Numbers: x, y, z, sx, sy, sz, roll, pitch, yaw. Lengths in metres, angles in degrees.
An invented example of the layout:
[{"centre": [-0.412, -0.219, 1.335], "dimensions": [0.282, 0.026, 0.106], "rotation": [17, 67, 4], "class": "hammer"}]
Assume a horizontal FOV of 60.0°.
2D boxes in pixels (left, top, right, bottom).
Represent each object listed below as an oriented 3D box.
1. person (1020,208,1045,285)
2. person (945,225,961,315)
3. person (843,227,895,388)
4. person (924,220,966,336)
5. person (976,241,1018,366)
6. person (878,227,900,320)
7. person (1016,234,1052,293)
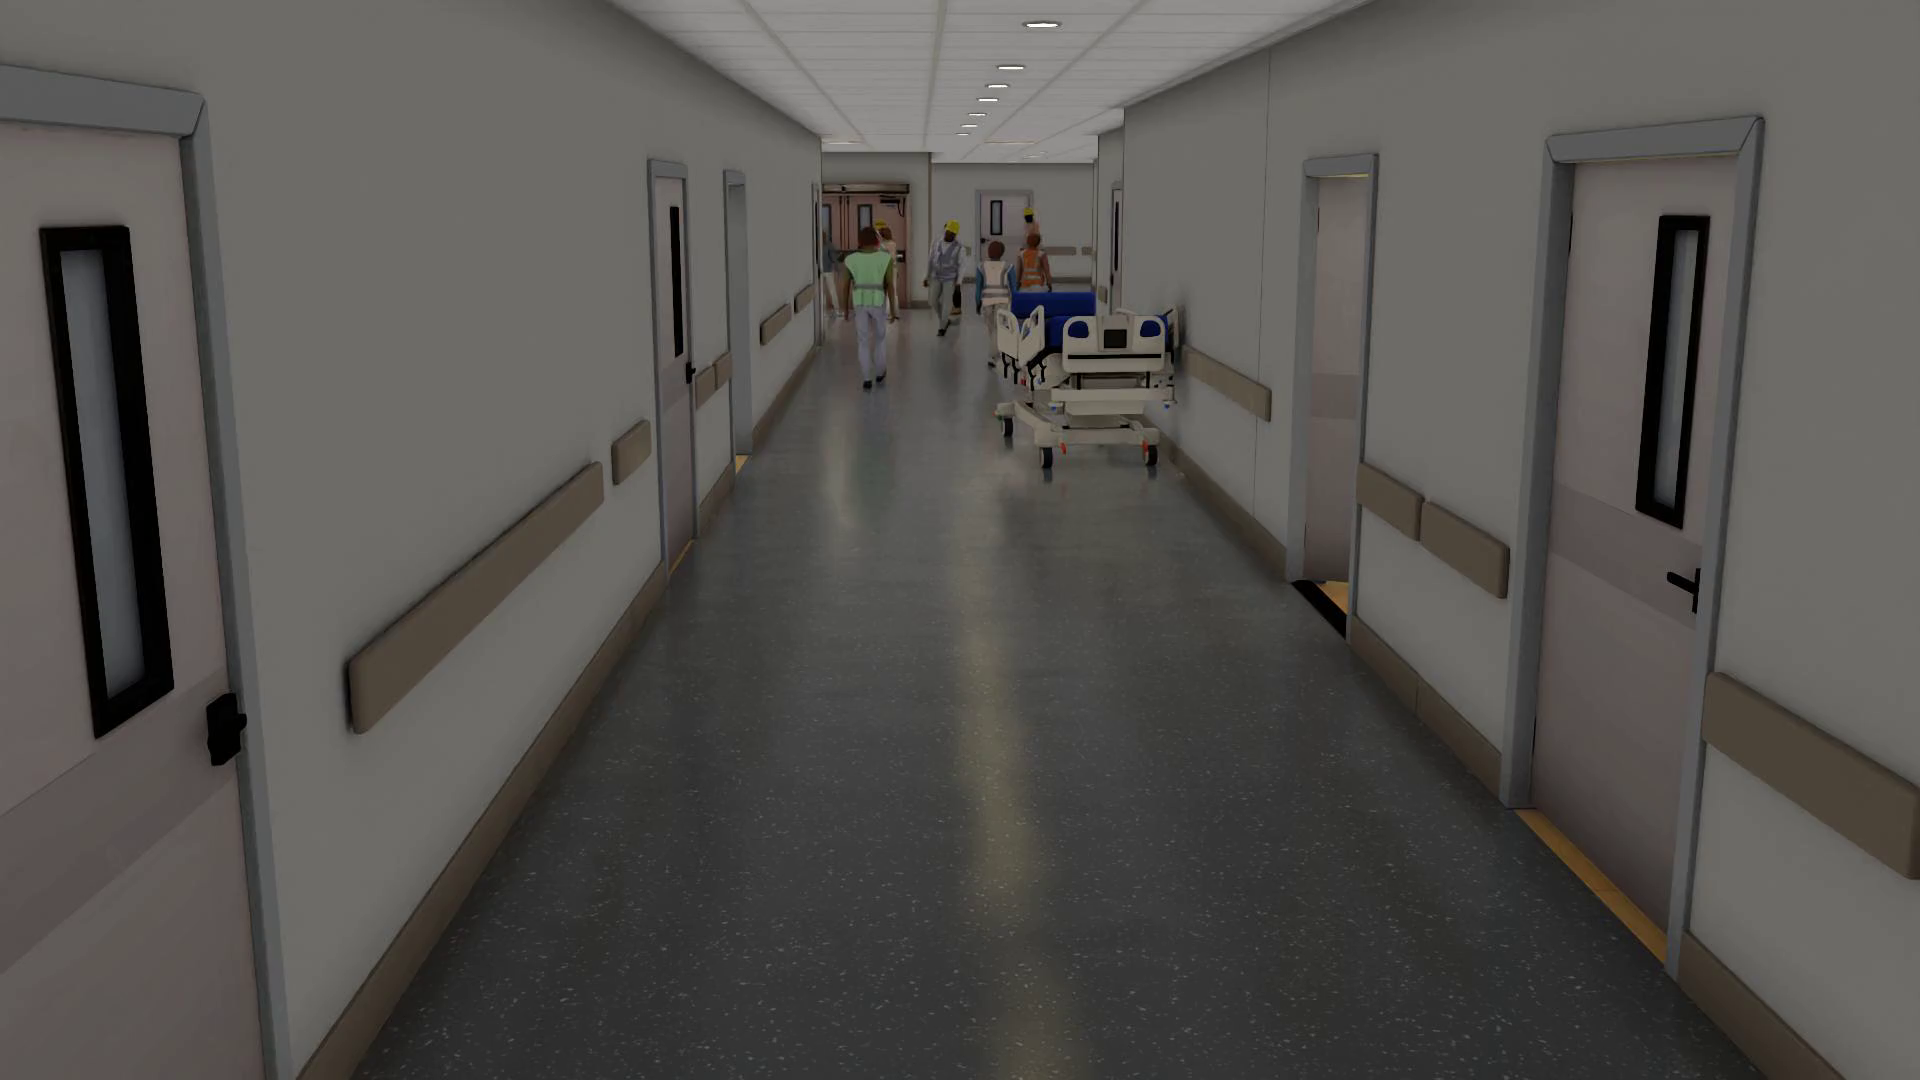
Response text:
[{"centre": [1.694, -7.238, 41.141], "dimensions": [0.946, 1.877, 0.589], "rotation": [-2, 12, -10], "class": "person"}, {"centre": [-0.136, -5.022, 30.836], "dimensions": [0.321, 1.688, 0.535], "rotation": [3, 12, 12], "class": "person"}, {"centre": [-1.041, -2.671, 19.088], "dimensions": [0.598, 1.795, 0.941], "rotation": [0, 12, 0], "class": "person"}, {"centre": [-0.240, -4.094, 26.040], "dimensions": [0.652, 1.799, 0.501], "rotation": [4, 12, 20], "class": "person"}, {"centre": [0.471, -3.049, 21.449], "dimensions": [0.536, 1.592, 0.873], "rotation": [4, 12, 18], "class": "person"}, {"centre": [-1.274, -4.703, 29.411], "dimensions": [0.336, 1.628, 0.596], "rotation": [8, 14, 33], "class": "person"}, {"centre": [1.179, -3.978, 25.992], "dimensions": [0.548, 1.579, 0.896], "rotation": [7, 14, 32], "class": "person"}]
